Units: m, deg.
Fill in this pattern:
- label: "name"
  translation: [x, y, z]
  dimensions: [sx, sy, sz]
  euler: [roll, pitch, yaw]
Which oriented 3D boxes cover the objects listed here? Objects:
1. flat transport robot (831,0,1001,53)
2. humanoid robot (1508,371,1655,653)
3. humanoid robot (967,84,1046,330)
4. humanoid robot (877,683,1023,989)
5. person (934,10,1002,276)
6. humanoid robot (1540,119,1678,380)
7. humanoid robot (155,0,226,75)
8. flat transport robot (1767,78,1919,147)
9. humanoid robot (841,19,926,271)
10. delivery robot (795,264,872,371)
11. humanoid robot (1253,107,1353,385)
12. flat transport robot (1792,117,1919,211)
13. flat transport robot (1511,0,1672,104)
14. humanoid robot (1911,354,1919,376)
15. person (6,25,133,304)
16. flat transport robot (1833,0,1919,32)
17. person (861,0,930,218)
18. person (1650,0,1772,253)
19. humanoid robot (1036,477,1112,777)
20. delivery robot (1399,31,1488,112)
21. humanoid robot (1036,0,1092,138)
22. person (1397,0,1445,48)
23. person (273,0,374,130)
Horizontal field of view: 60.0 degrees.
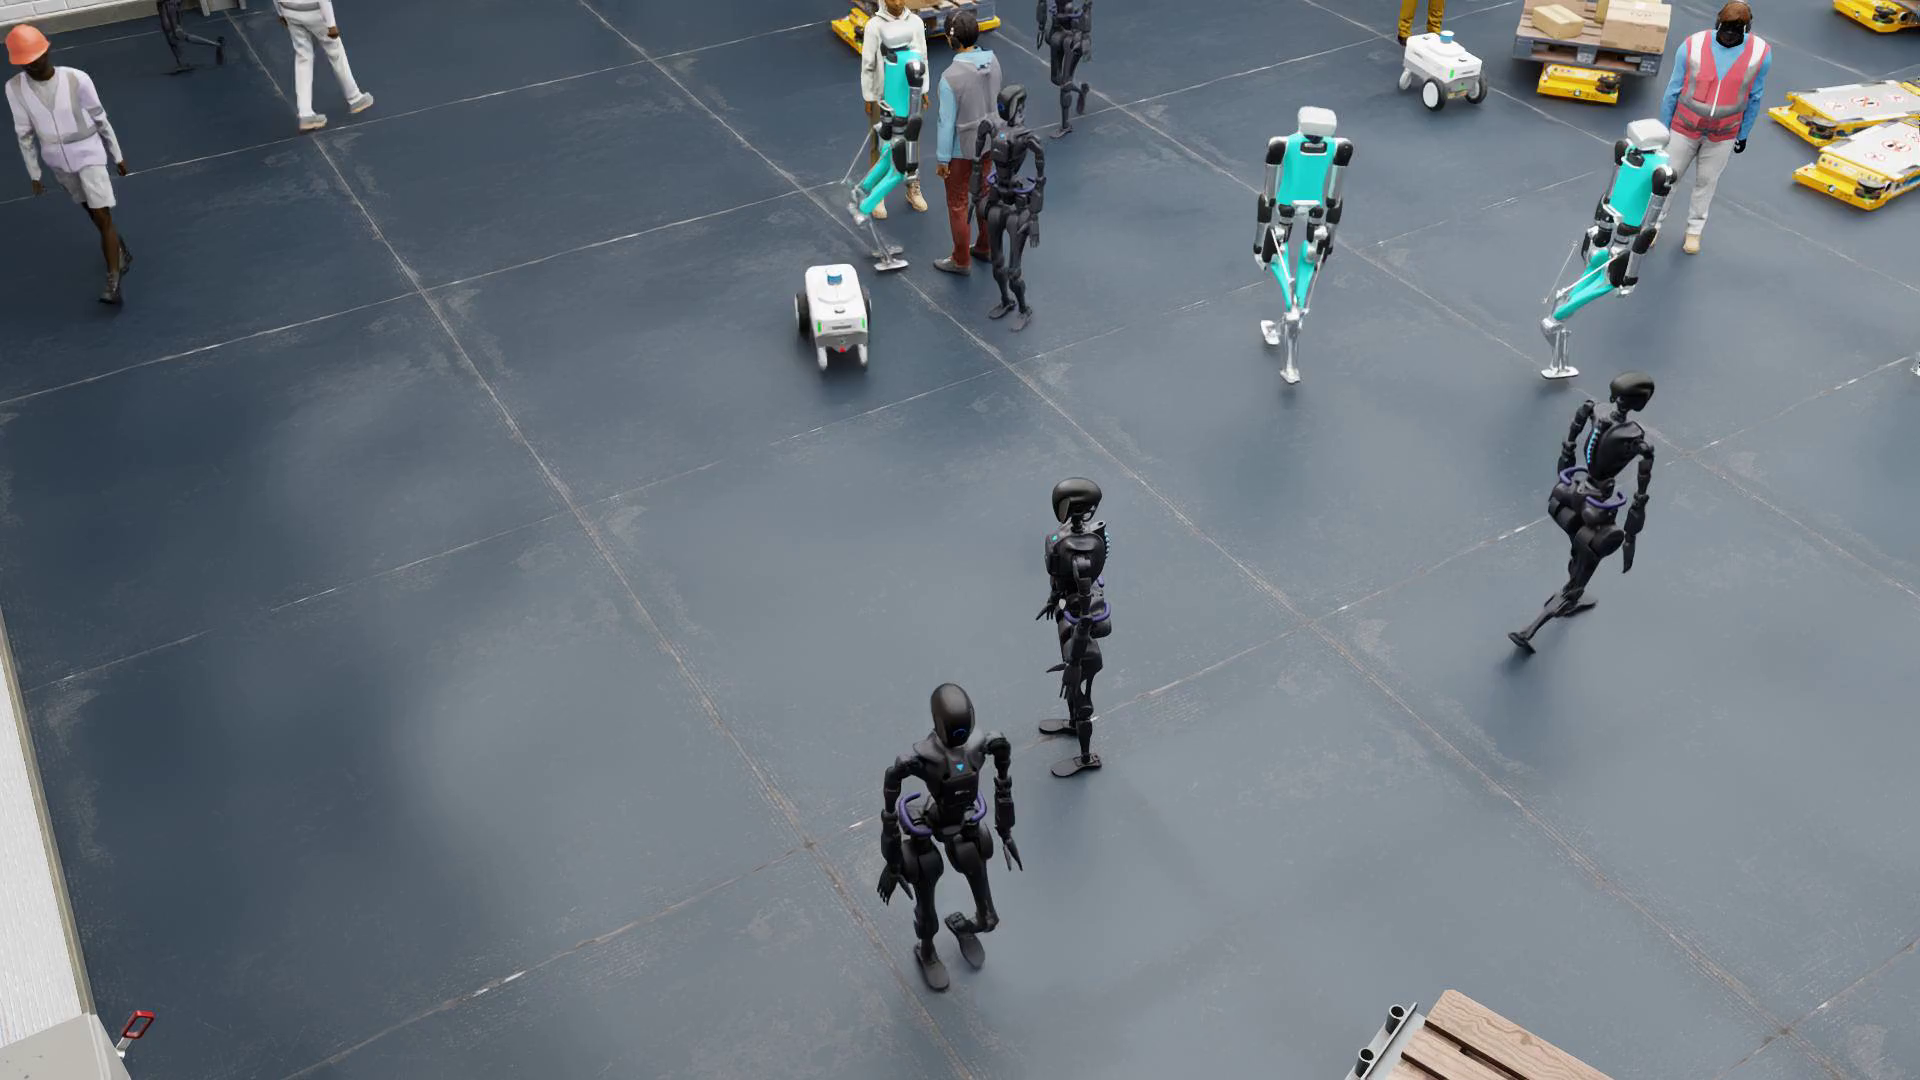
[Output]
- label: "flat transport robot"
  translation: [-0.407, -4.808, 15.359]
  dimensions: [1.431, 0.231, 0.659]
  euler: [-17, 42, -21]
- label: "humanoid robot"
  translation: [3.159, -0.151, 8.389]
  dimensions: [0.740, 1.643, 0.609]
  euler: [-17, 41, -20]
- label: "humanoid robot"
  translation: [0.309, -2.192, 10.917]
  dimensions: [0.590, 1.651, 0.340]
  euler: [24, 44, 27]
- label: "humanoid robot"
  translation: [-0.053, 1.203, 6.632]
  dimensions: [0.600, 1.648, 0.347]
  euler: [-14, 41, -18]
- label: "person"
  translation: [0.060, -2.689, 11.398]
  dimensions: [0.422, 1.869, 0.546]
  euler: [30, 47, 32]
- label: "humanoid robot"
  translation: [3.842, -1.681, 10.275]
  dimensions: [0.752, 1.836, 0.539]
  euler: [-8, 39, -10]
- label: "humanoid robot"
  translation: [-6.769, -4.822, 14.240]
  dimensions: [0.506, 1.640, 0.613]
  euler: [-28, 46, -31]
- label: "flat transport robot"
  translation: [7.509, -3.526, 13.741]
  dimensions: [1.431, 0.231, 0.659]
  euler: [-9, 39, -11]
- label: "humanoid robot"
  translation: [-0.585, -2.651, 11.420]
  dimensions: [0.679, 1.757, 0.538]
  euler: [-16, 41, -20]
- label: "delivery robot"
  translation: [-0.820, -1.521, 10.986]
  dimensions: [0.499, 0.601, 0.775]
  euler: [-6, 39, -8]
- label: "humanoid robot"
  translation: [2.137, -1.737, 10.340]
  dimensions: [0.558, 1.756, 1.042]
  euler: [-3, 38, -4]
- label: "flat transport robot"
  translation: [7.255, -2.960, 13.026]
  dimensions: [1.431, 0.231, 0.659]
  euler: [-23, 44, -26]
- label: "flat transport robot"
  translation: [5.497, -4.233, 14.633]
  dimensions: [0.659, 0.231, 1.431]
  euler: [13, 40, 16]
- label: "humanoid robot"
  translation: [6.390, -1.685, 10.242]
  dimensions: [0.790, 1.794, 0.539]
  euler: [-17, 41, -20]
- label: "person"
  translation: [-5.970, -2.508, 11.153]
  dimensions: [0.557, 1.882, 0.995]
  euler: [-5, 39, -6]
- label: "flat transport robot"
  translation: [9.068, -5.039, 15.651]
  dimensions: [1.431, 0.231, 0.659]
  euler: [-9, 39, -11]
- label: "person"
  translation: [-0.478, -3.240, 12.175]
  dimensions: [0.518, 1.767, 0.373]
  euler: [-13, 40, -16]
- label: "person"
  translation: [5.230, -2.893, 11.689]
  dimensions: [0.628, 1.836, 0.431]
  euler: [12, 40, 15]
- label: "humanoid robot"
  translation: [0.523, 0.397, 7.646]
  dimensions: [0.315, 1.657, 0.599]
  euler: [-4, 39, -5]
- label: "delivery robot"
  translation: [4.098, -3.990, 14.111]
  dimensions: [0.515, 0.614, 0.785]
  euler: [-14, 41, -17]
- label: "humanoid robot"
  translation: [0.898, -4.114, 13.369]
  dimensions: [0.653, 1.635, 0.612]
  euler: [-31, 48, -33]
- label: "person"
  translation: [4.219, -5.229, 14.702]
  dimensions: [0.528, 1.750, 0.344]
  euler: [-9, 39, -12]
- label: "person"
  translation: [-5.250, -4.251, 13.380]
  dimensions: [0.593, 1.856, 0.801]
  euler: [11, 40, 14]
